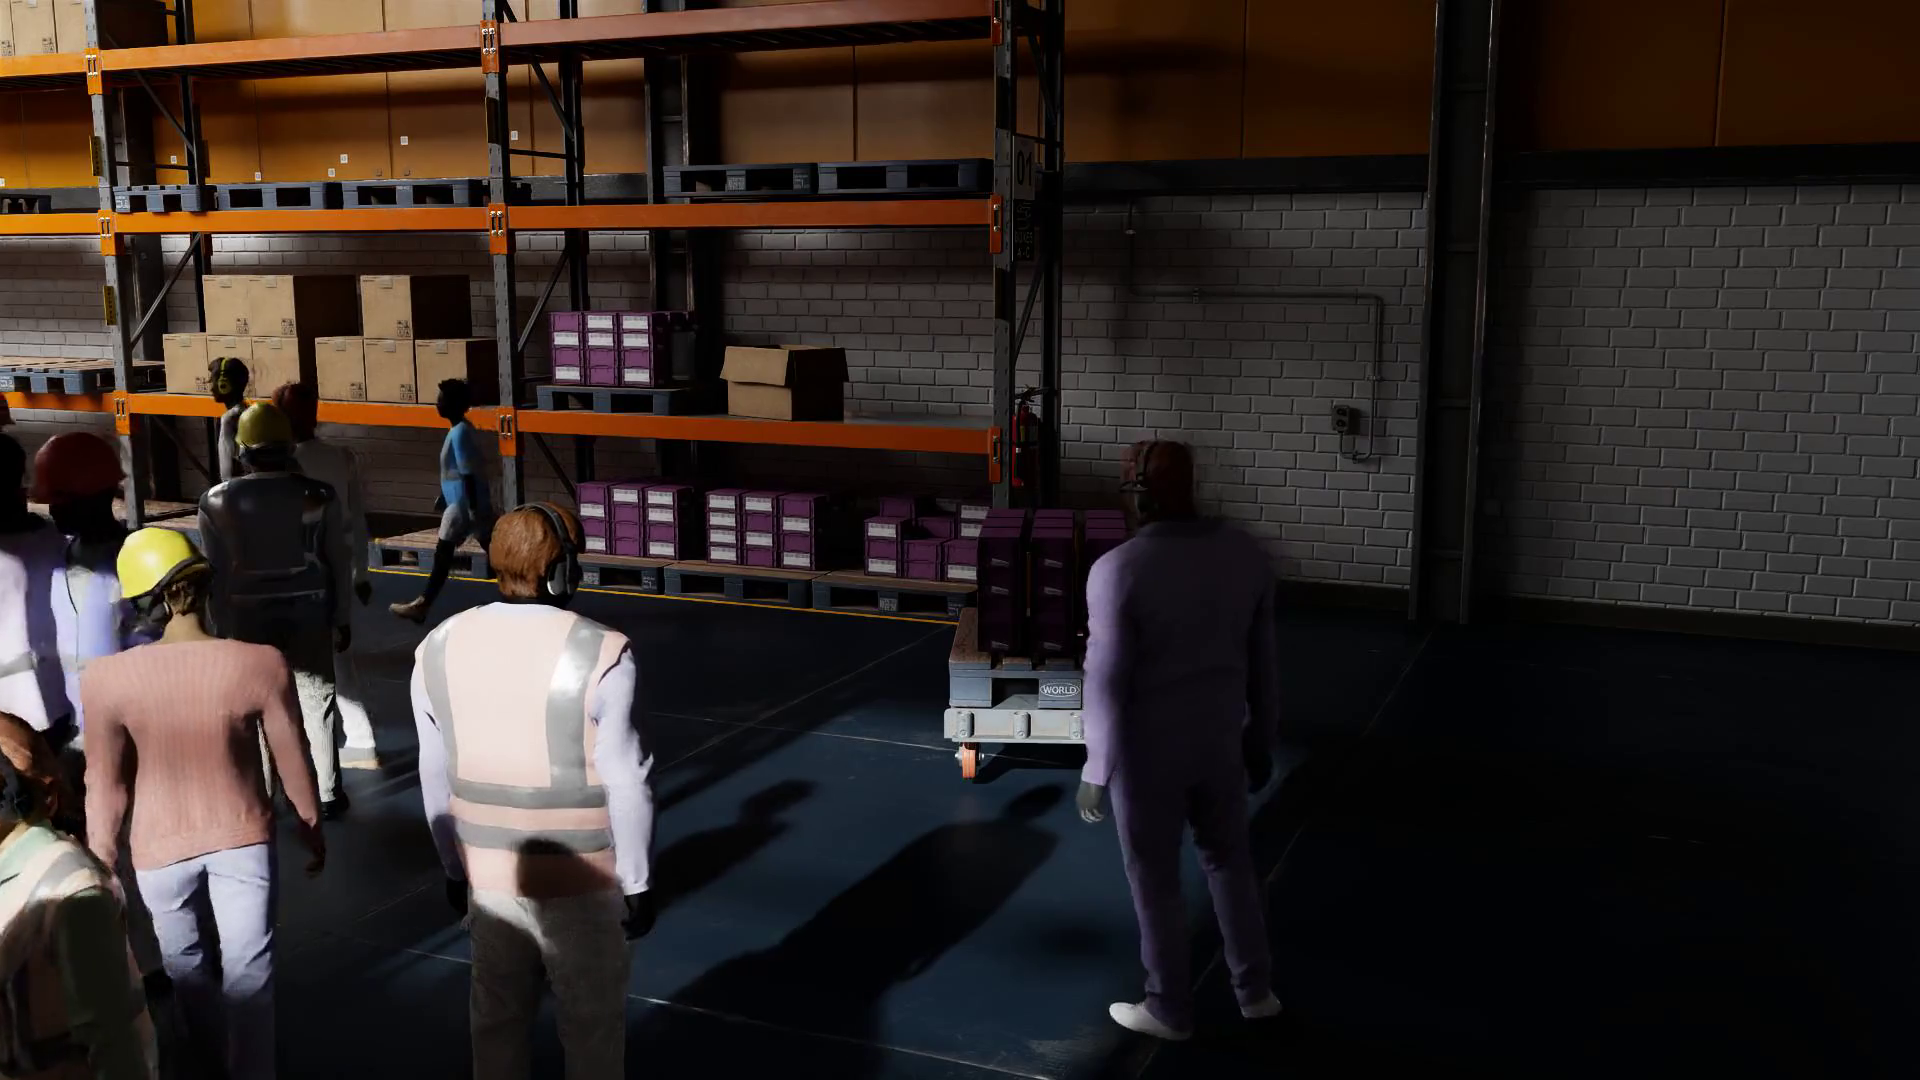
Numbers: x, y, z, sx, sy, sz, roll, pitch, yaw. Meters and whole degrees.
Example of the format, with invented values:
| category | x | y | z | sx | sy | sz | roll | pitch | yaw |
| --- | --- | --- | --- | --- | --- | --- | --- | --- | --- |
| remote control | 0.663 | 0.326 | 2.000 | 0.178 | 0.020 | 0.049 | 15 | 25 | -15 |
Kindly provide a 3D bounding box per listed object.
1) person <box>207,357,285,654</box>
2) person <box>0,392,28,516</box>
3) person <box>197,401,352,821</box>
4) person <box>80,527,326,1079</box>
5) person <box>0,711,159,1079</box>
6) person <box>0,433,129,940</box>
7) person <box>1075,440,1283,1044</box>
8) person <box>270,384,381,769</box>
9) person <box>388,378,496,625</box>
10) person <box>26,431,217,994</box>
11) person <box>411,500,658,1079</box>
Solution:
| category | x | y | z | sx | sy | sz | roll | pitch | yaw |
| --- | --- | --- | --- | --- | --- | --- | --- | --- | --- |
| person | -4.461 | -0.187 | 10.162 | 0.720 | 1.841 | 0.573 | 0 | 9 | -1 |
| person | -4.127 | 0.338 | 6.780 | 0.658 | 1.949 | 0.972 | 3 | 10 | 18 |
| person | -2.918 | 0.323 | 7.150 | 0.590 | 1.837 | 0.404 | -3 | 10 | -19 |
| person | -2.043 | 0.813 | 4.552 | 0.567 | 1.717 | 0.846 | -3 | 10 | -19 |
| person | -1.676 | 1.101 | 3.094 | 0.552 | 1.624 | 0.349 | 8 | 13 | 41 |
| person | -2.992 | 0.589 | 5.382 | 0.596 | 1.905 | 0.595 | 3 | 10 | 17 |
| person | 0.700 | 0.640 | 5.140 | 0.727 | 1.885 | 0.501 | -5 | 11 | -26 |
| person | -3.196 | 0.175 | 8.004 | 0.942 | 1.839 | 0.580 | 4 | 10 | 20 |
| person | -3.362 | -0.257 | 11.160 | 0.905 | 1.644 | 0.538 | -2 | 10 | -12 |
| person | -2.766 | 0.610 | 5.252 | 0.549 | 1.890 | 0.910 | 4 | 10 | 21 |
| person | -1.029 | 0.819 | 4.165 | 0.624 | 1.845 | 0.430 | 3 | 10 | 18 |
